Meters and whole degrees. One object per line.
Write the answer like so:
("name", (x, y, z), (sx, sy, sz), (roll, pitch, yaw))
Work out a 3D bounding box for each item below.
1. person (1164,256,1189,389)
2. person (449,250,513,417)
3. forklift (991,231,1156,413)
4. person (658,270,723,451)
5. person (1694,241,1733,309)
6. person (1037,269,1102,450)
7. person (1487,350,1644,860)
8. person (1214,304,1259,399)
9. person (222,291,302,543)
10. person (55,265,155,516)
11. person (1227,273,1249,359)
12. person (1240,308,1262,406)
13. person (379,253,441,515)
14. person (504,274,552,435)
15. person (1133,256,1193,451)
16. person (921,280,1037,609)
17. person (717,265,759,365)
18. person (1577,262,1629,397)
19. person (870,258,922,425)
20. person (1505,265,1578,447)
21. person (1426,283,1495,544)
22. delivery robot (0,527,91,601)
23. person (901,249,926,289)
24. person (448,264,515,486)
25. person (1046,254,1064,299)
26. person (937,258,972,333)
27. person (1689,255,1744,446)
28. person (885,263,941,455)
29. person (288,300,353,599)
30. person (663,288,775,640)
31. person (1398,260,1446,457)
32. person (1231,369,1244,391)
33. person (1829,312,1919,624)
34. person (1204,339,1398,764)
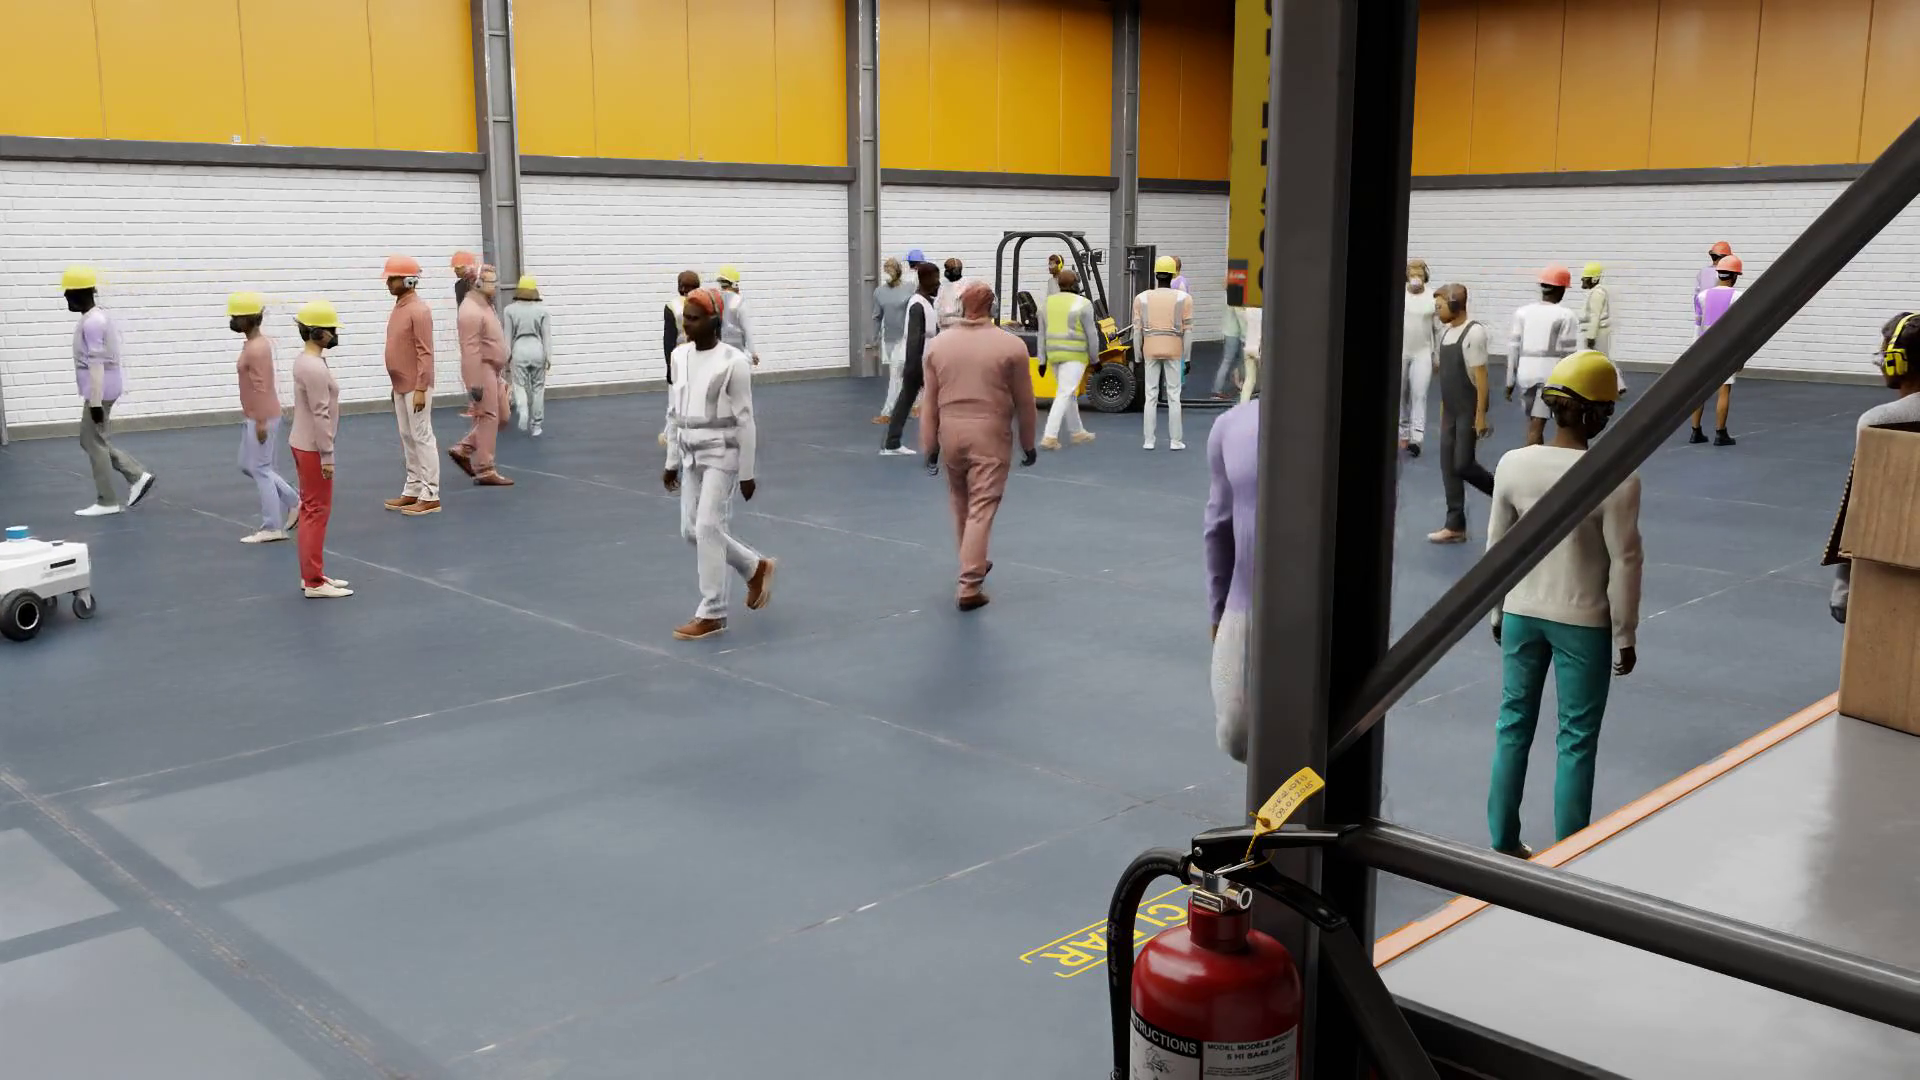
("person", (3.004, -3.004, 23.065), (0.394, 1.841, 0.564), (-2, 11, -10))
("person", (-5.669, -2.439, 19.656), (0.722, 1.963, 0.652), (-10, 14, -43))
("forklift", (1.222, -2.721, 20.561), (2.313, 2.155, 1.214), (2, 11, 13))
("person", (-2.622, -1.713, 16.170), (0.654, 1.786, 0.974), (-7, 13, -34))
("person", (10.569, -3.145, 23.288), (0.393, 2.041, 0.614), (-4, 11, -19))
("person", (1.083, -1.815, 16.739), (0.621, 1.799, 0.976), (10, 14, 42))
("person", (1.980, 0.263, 5.461), (0.328, 1.767, 0.531), (-8, 13, -38))
("person", (3.684, -2.638, 21.730), (0.765, 1.598, 0.517), (0, 10, -2))
("person", (-4.840, -0.848, 11.534), (0.417, 1.750, 0.549), (-4, 11, -22))
("person", (-6.544, -1.131, 12.659), (0.478, 1.911, 0.615), (-4, 11, -22))
("person", (4.869, -4.073, 28.819), (0.512, 1.873, 0.329), (2, 11, 9))
("person", (3.419, -2.081, 18.700), (0.820, 1.584, 0.553), (-6, 12, -30))
("person", (-4.227, -1.194, 12.777), (0.376, 1.997, 0.612), (-8, 13, -38))
("person", (-4.570, -1.952, 17.636), (0.494, 1.723, 0.529), (-2, 11, -12))
("person", (2.009, -1.844, 16.509), (0.589, 1.928, 0.386), (2, 11, 13))
("person", (0.137, -0.574, 9.750), (0.648, 1.862, 0.973), (4, 11, 23))
("person", (-2.479, -2.071, 18.074), (0.610, 1.812, 0.596), (7, 13, 34))
("person", (8.329, -2.719, 21.687), (0.856, 1.794, 0.593), (1, 10, 5))
("person", (-0.682, -2.280, 19.052), (0.643, 1.888, 1.037), (8, 13, 36))
("person", (4.943, -1.359, 13.993), (1.012, 1.876, 0.549), (-10, 14, -42))
("person", (3.561, -0.877, 11.570), (0.613, 1.808, 0.577), (-3, 11, -14))
("delivery robot", (-5.088, 0.171, 9.011), (0.477, 0.478, 0.707), (3, 11, 15))
("person", (-0.621, -3.120, 23.444), (0.635, 1.930, 0.485), (10, 14, 43))
("person", (-4.085, -1.397, 14.165), (0.491, 1.887, 0.668), (-1, 10, -7))
("person", (1.324, -3.046, 23.214), (0.328, 1.874, 0.512), (-7, 12, -32))
("person", (-0.071, -2.728, 21.575), (0.624, 1.841, 0.430), (10, 14, 44))
("person", (7.748, -1.924, 16.946), (0.380, 1.929, 0.543), (-10, 14, -42))
("person", (-0.277, -1.729, 16.059), (1.005, 1.863, 0.613), (0, 10, 0))
("person", (-3.776, -0.535, 9.841), (0.350, 1.756, 0.518), (-6, 12, -29))
("person", (-1.282, -0.422, 8.944), (0.579, 1.862, 0.687), (10, 14, 43))
("person", (4.378, -1.764, 16.179), (0.641, 1.882, 1.023), (4, 11, 20))
("person", (4.070, -2.912, 22.134), (0.616, 2.018, 0.833), (-10, 15, -44))
("person", (3.386, 0.117, 6.004), (0.515, 1.862, 0.329), (-3, 11, -14))
("person", (1.061, 0.234, 5.205), (0.628, 1.919, 0.646), (8, 13, 37))
